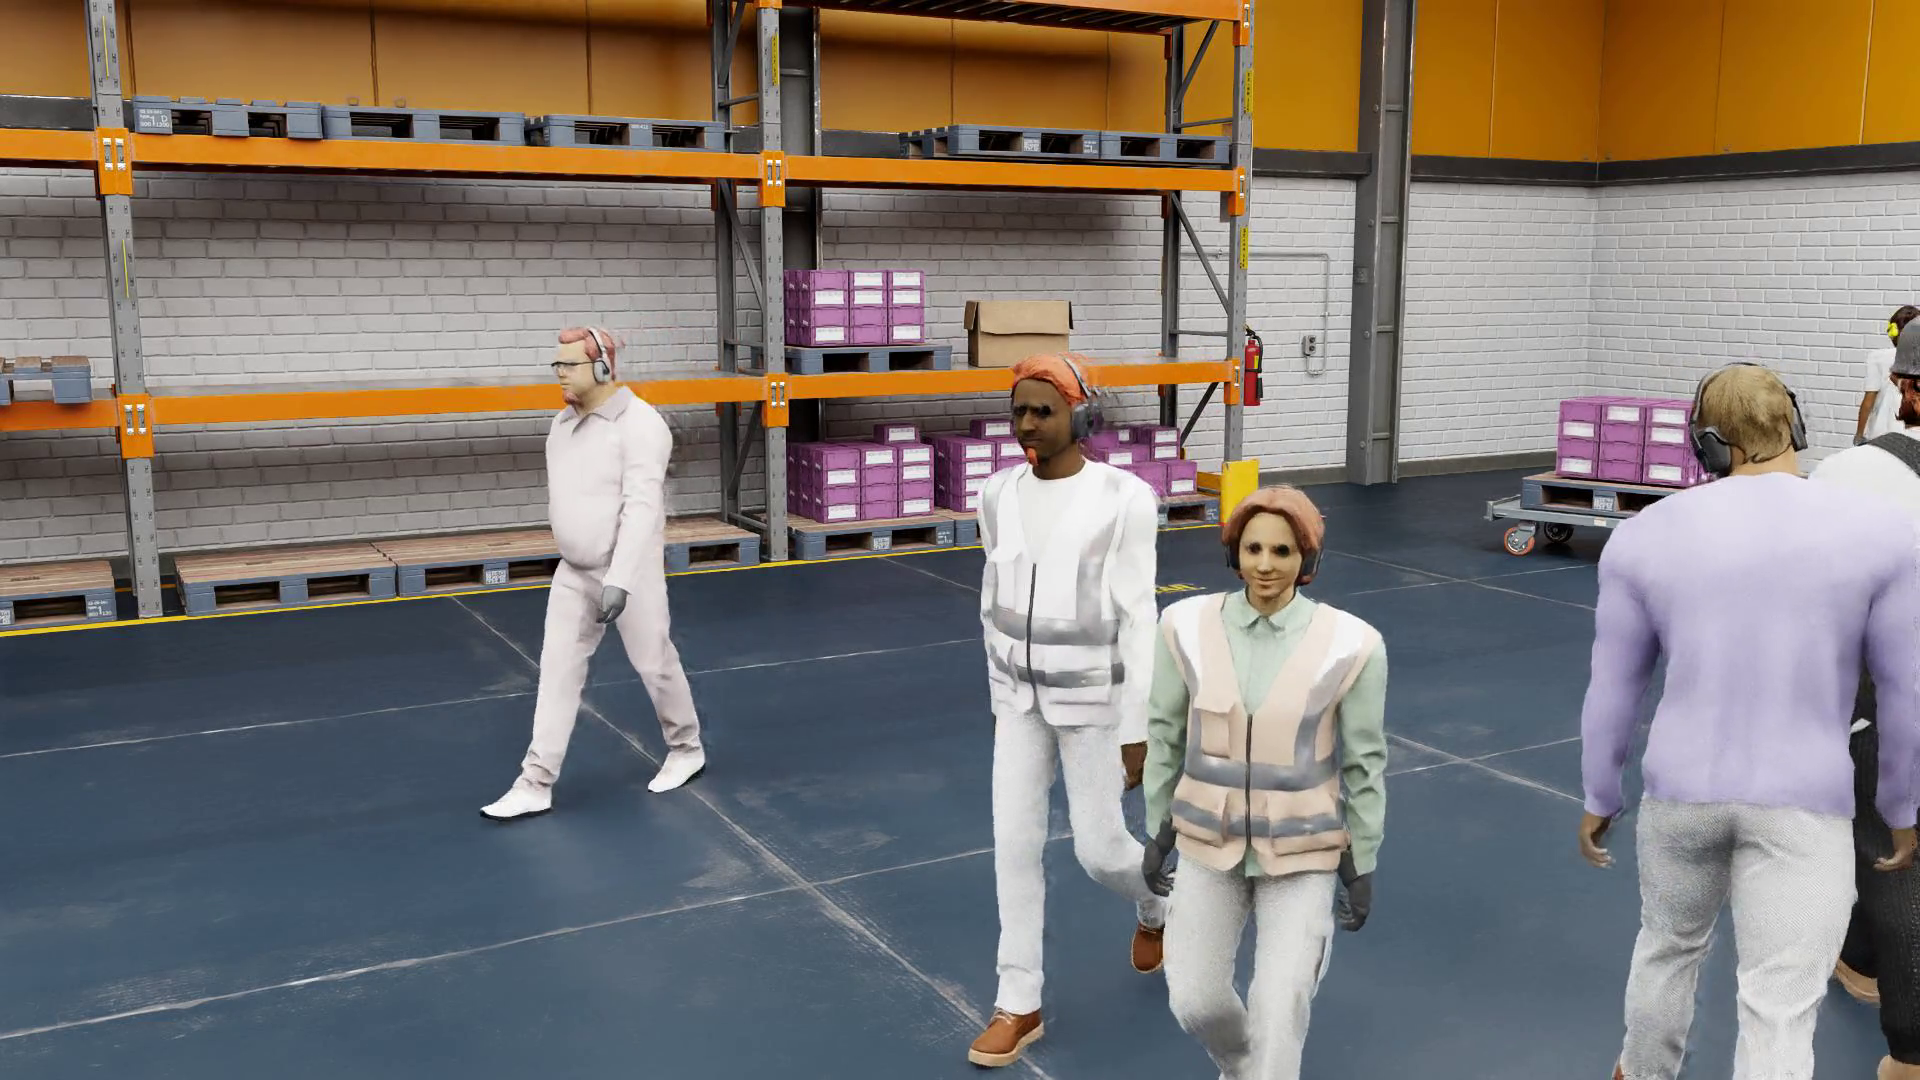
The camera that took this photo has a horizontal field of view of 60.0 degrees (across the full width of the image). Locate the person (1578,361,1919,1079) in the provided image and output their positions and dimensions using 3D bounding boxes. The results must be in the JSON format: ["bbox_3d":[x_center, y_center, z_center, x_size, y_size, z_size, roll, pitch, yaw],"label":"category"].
[{"bbox_3d":[1.666,0.573,3.546,0.689,1.868,0.881,7,12,36],"label":"person"}]

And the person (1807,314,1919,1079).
[{"bbox_3d":[2.466,0.358,4.293,0.687,2.000,1.038,1,9,4],"label":"person"}]

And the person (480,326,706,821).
[{"bbox_3d":[-1.368,0.116,6.349,0.640,1.855,0.984,6,11,34],"label":"person"}]

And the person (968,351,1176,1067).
[{"bbox_3d":[0.319,0.422,4.465,0.590,1.864,0.777,7,12,36],"label":"person"}]

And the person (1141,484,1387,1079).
[{"bbox_3d":[0.661,0.674,3.622,0.529,1.622,0.512,4,10,22],"label":"person"}]

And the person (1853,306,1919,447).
[{"bbox_3d":[6.030,-0.603,10.822,0.579,1.817,0.790,2,9,10],"label":"person"}]
